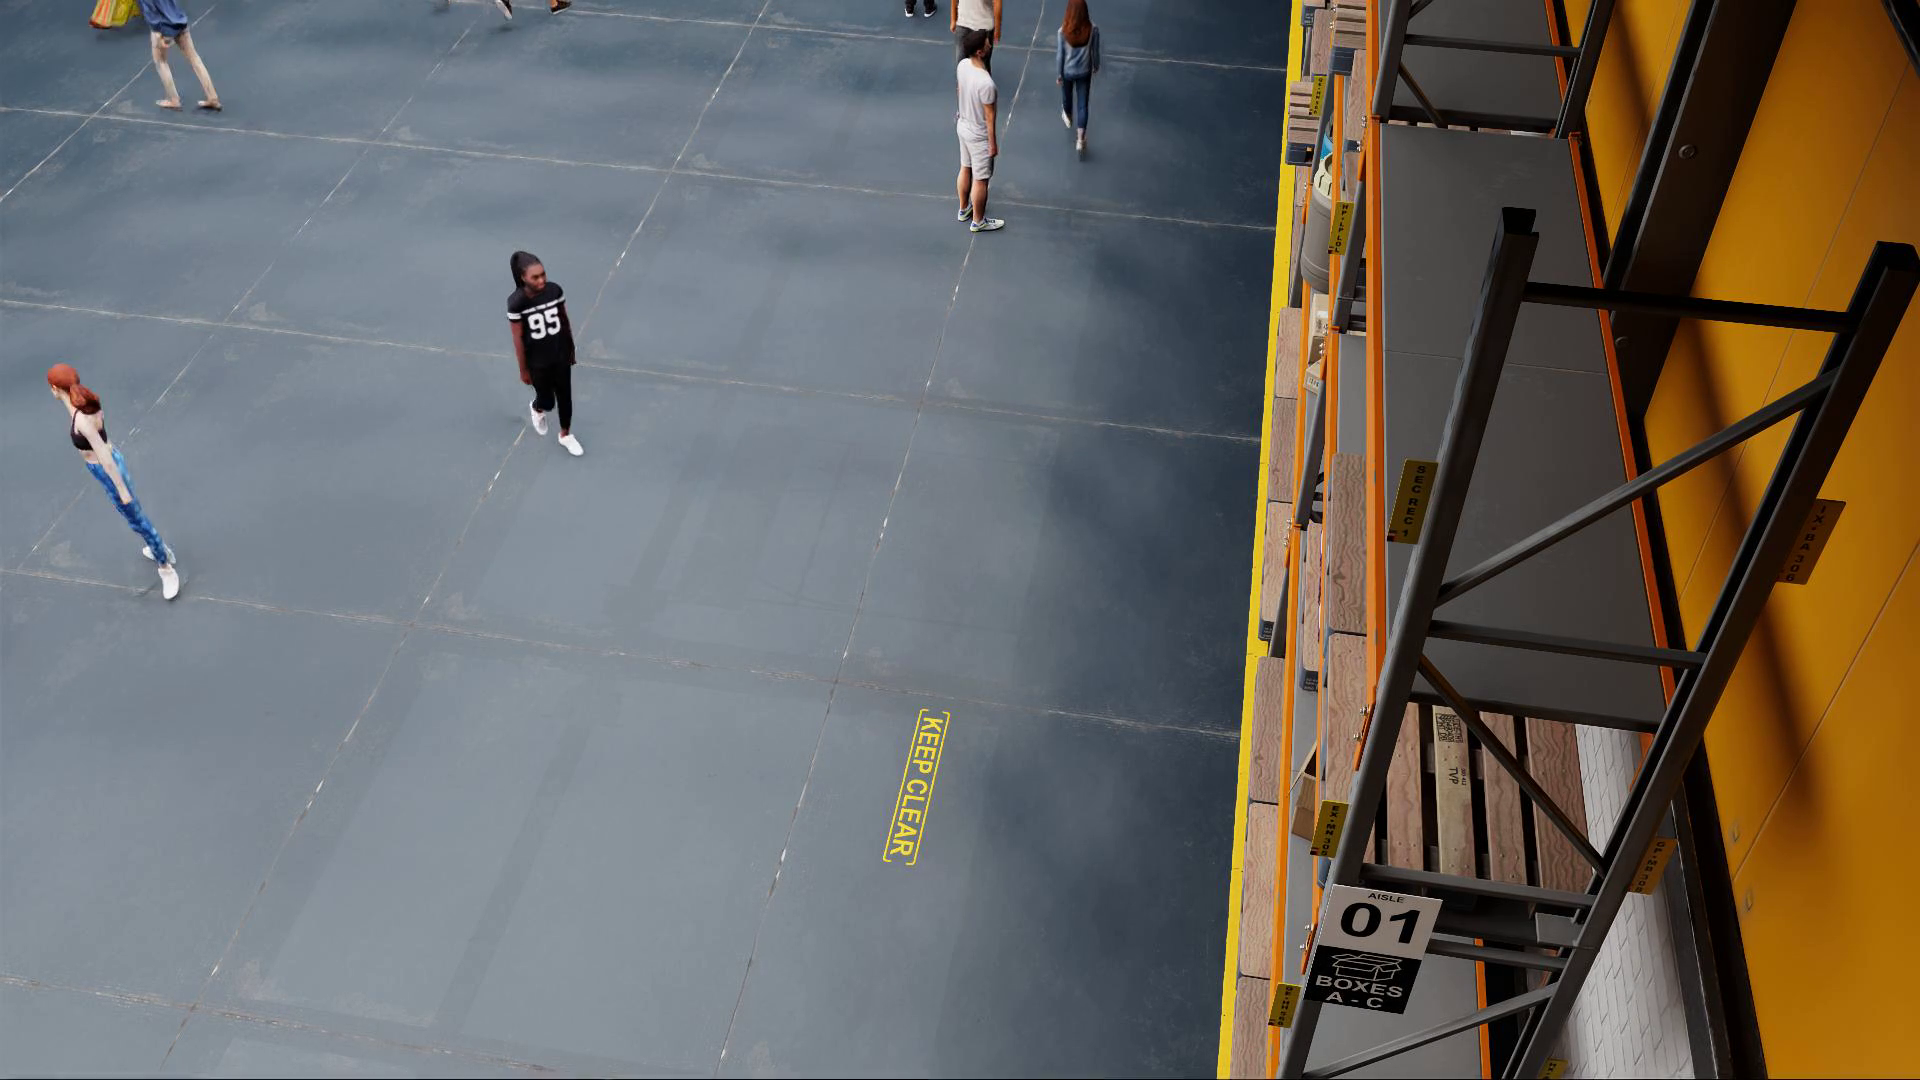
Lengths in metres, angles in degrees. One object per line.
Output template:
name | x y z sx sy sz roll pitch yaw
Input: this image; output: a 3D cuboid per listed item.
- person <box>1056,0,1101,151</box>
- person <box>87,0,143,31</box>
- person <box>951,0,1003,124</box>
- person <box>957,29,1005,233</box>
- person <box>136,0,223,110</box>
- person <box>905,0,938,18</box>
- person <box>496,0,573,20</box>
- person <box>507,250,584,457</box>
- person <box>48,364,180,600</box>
person | 1.110 -4.350 15.579 0.749 1.450 1.076 -3 44 -3
person | -8.721 -6.209 17.418 1.305 1.617 1.266 -23 48 -23
person | 0.174 -4.981 16.004 0.658 1.788 0.834 7 44 7
person | 0.141 -3.565 14.463 0.822 1.854 0.731 -21 47 -21
person | -7.516 -4.885 15.988 0.748 1.673 0.832 14 45 15
person | -0.444 -6.364 17.479 0.588 1.746 0.533 4 44 4
person | -4.567 -6.306 17.365 1.144 1.820 1.012 -31 52 -29
person | -3.101 -1.388 12.276 0.834 1.720 0.887 -30 51 -28
person | -5.650 -0.380 11.192 0.838 1.764 0.718 -31 52 -28
